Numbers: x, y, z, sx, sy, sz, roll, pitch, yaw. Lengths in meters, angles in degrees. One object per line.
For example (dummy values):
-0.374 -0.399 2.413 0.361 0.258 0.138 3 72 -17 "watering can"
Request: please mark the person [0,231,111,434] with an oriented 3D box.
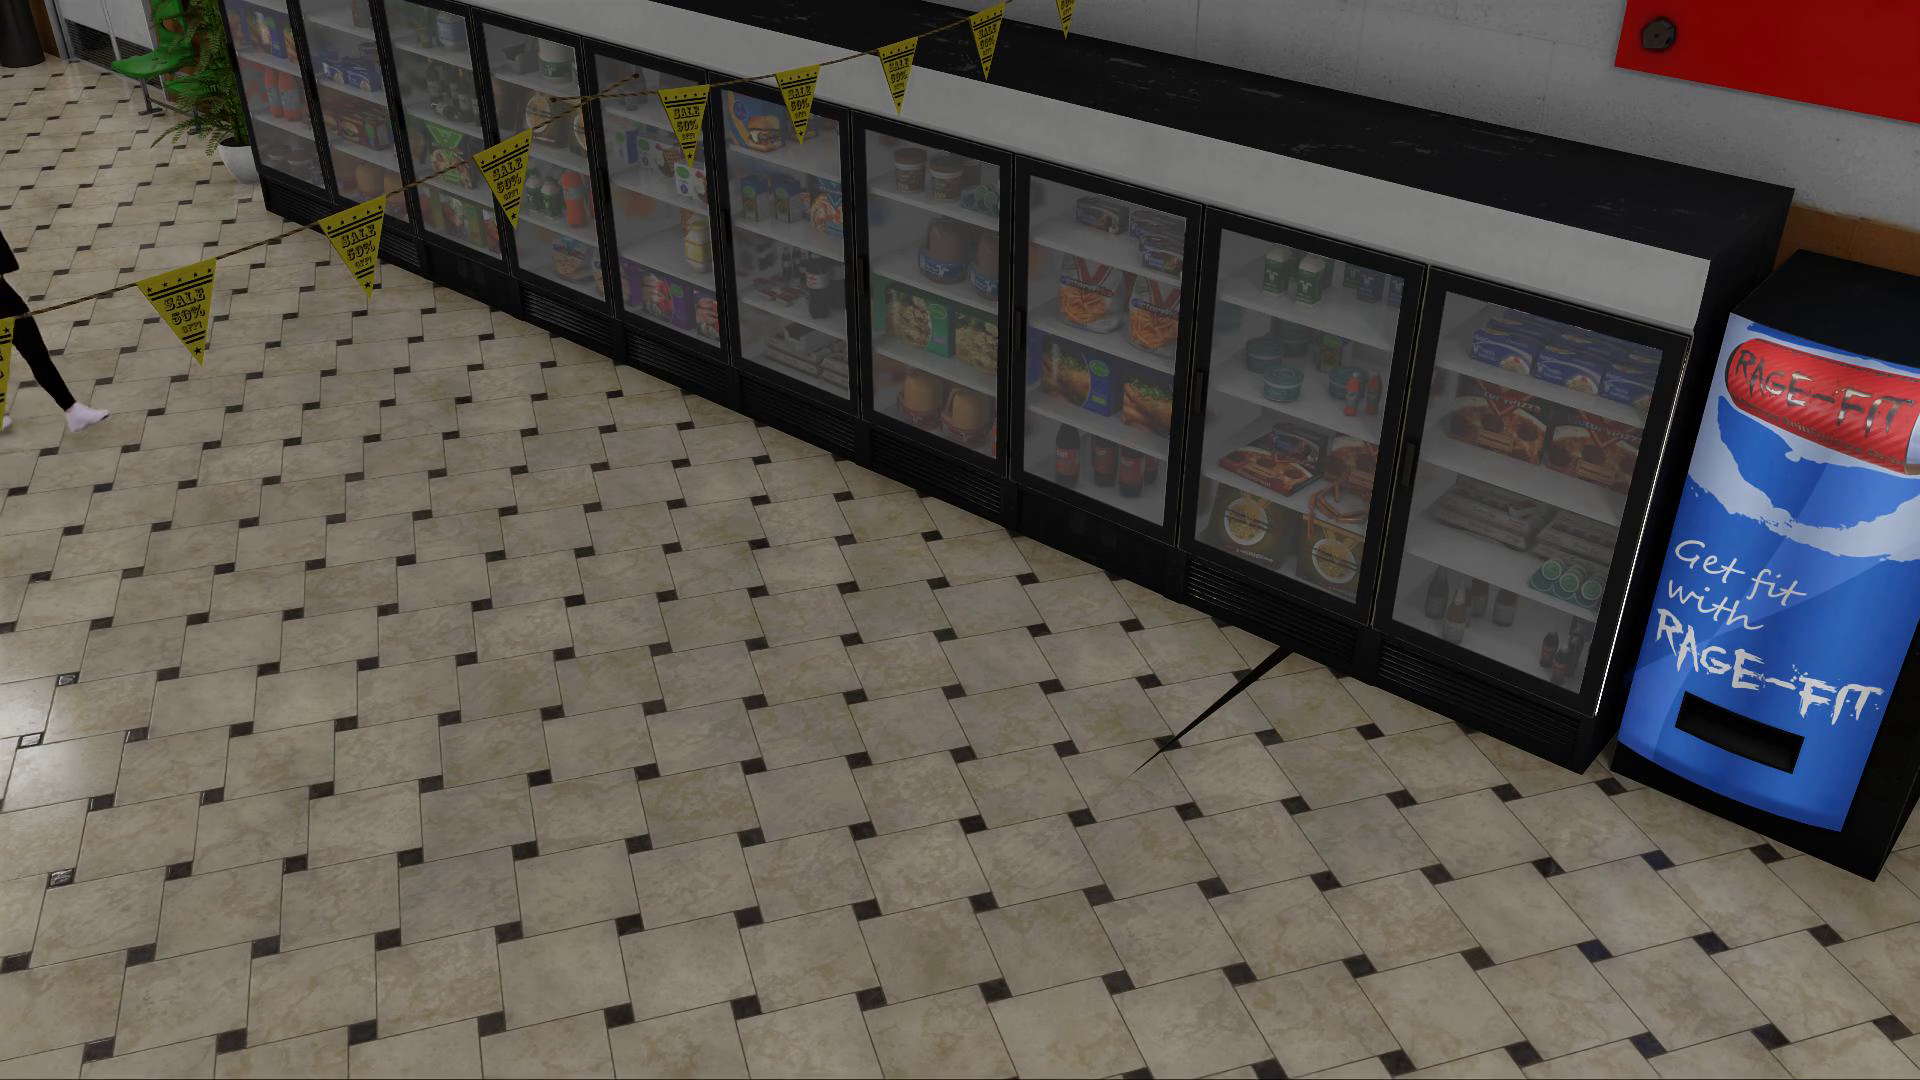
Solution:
-5.382 -1.275 9.061 1.054 1.589 1.132 5 32 7 "person"
